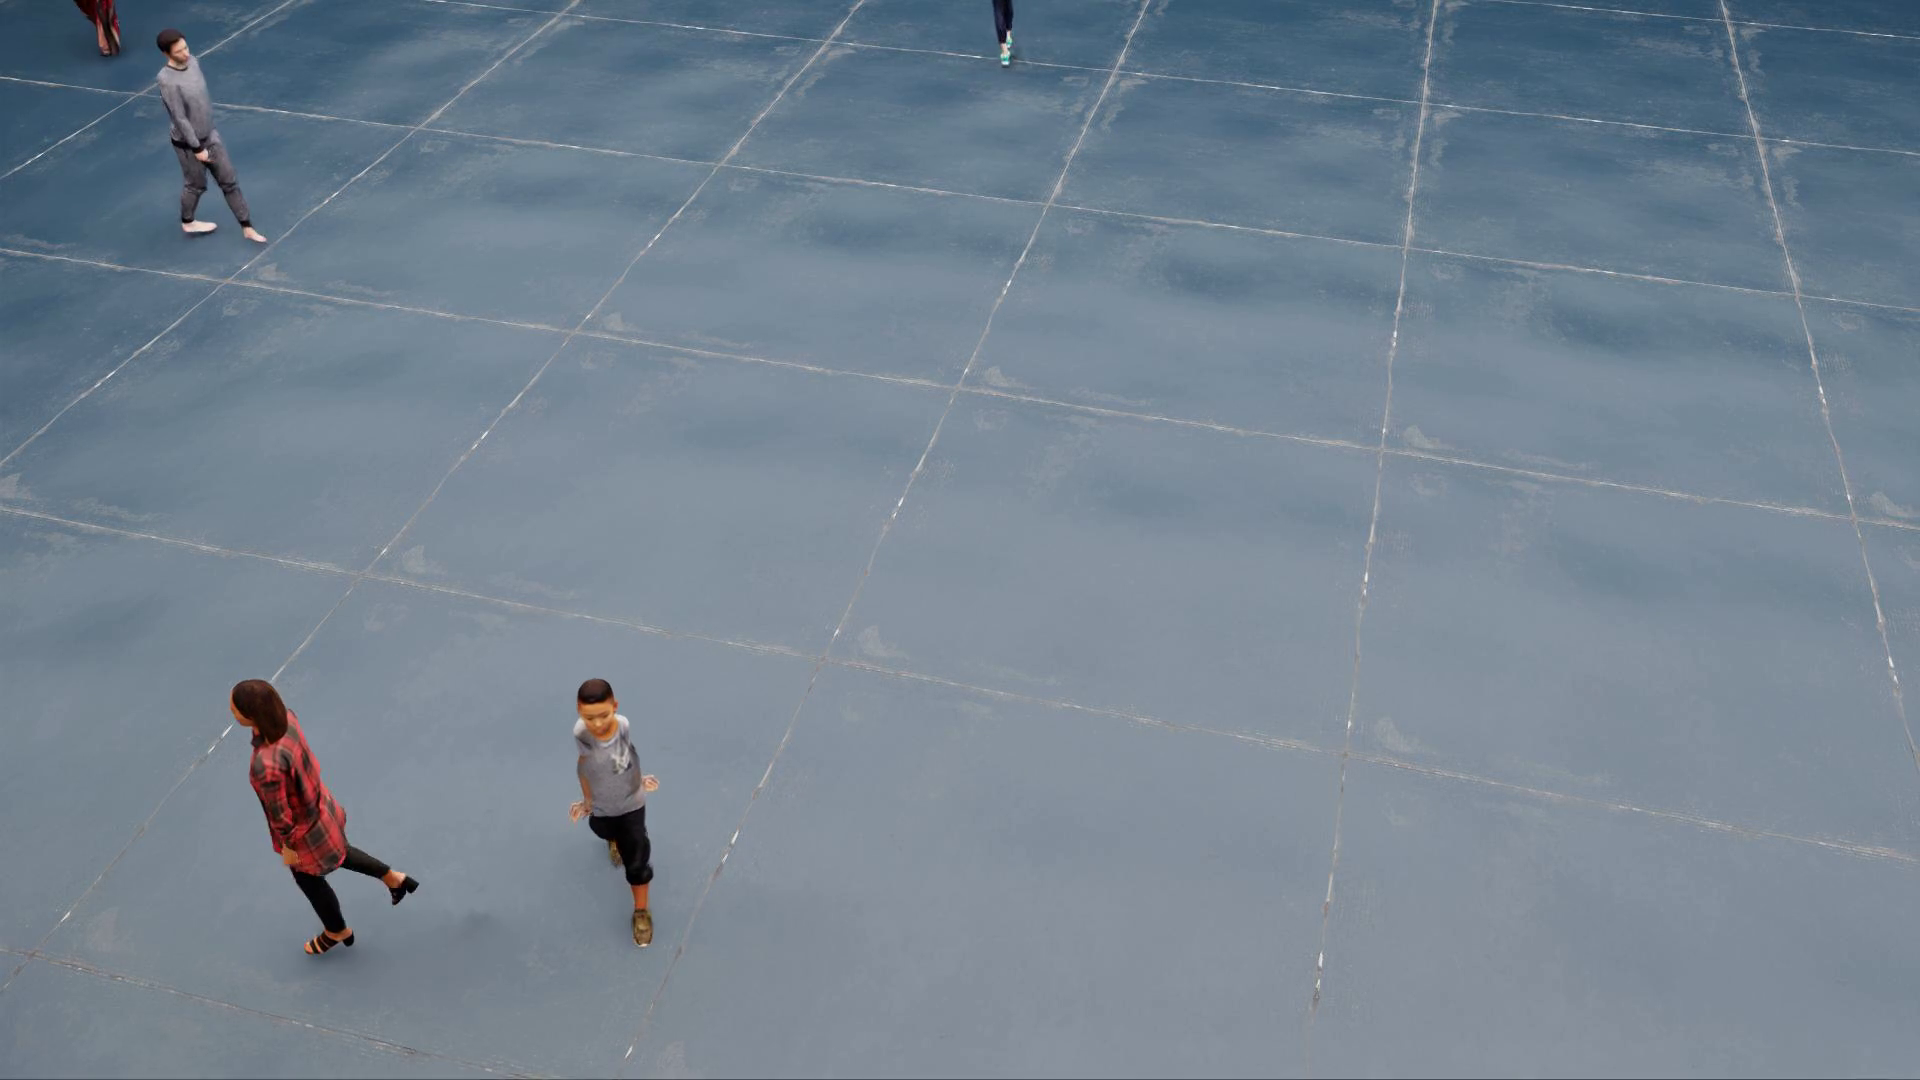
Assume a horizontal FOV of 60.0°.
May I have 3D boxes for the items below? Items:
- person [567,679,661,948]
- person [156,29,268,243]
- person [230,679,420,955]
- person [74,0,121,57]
[{"bbox_3d":[-1.675,1.139,7.942,0.893,1.427,1.100,-8,39,-10],"label":"person"},{"bbox_3d":[-6.120,-3.193,13.191,0.767,1.783,0.926,5,38,7],"label":"person"},{"bbox_3d":[-2.896,1.271,7.559,0.875,1.692,0.867,-7,39,-9],"label":"person"},{"bbox_3d":[-8.655,-5.681,16.521,0.876,1.598,1.113,-4,38,-5],"label":"person"}]
